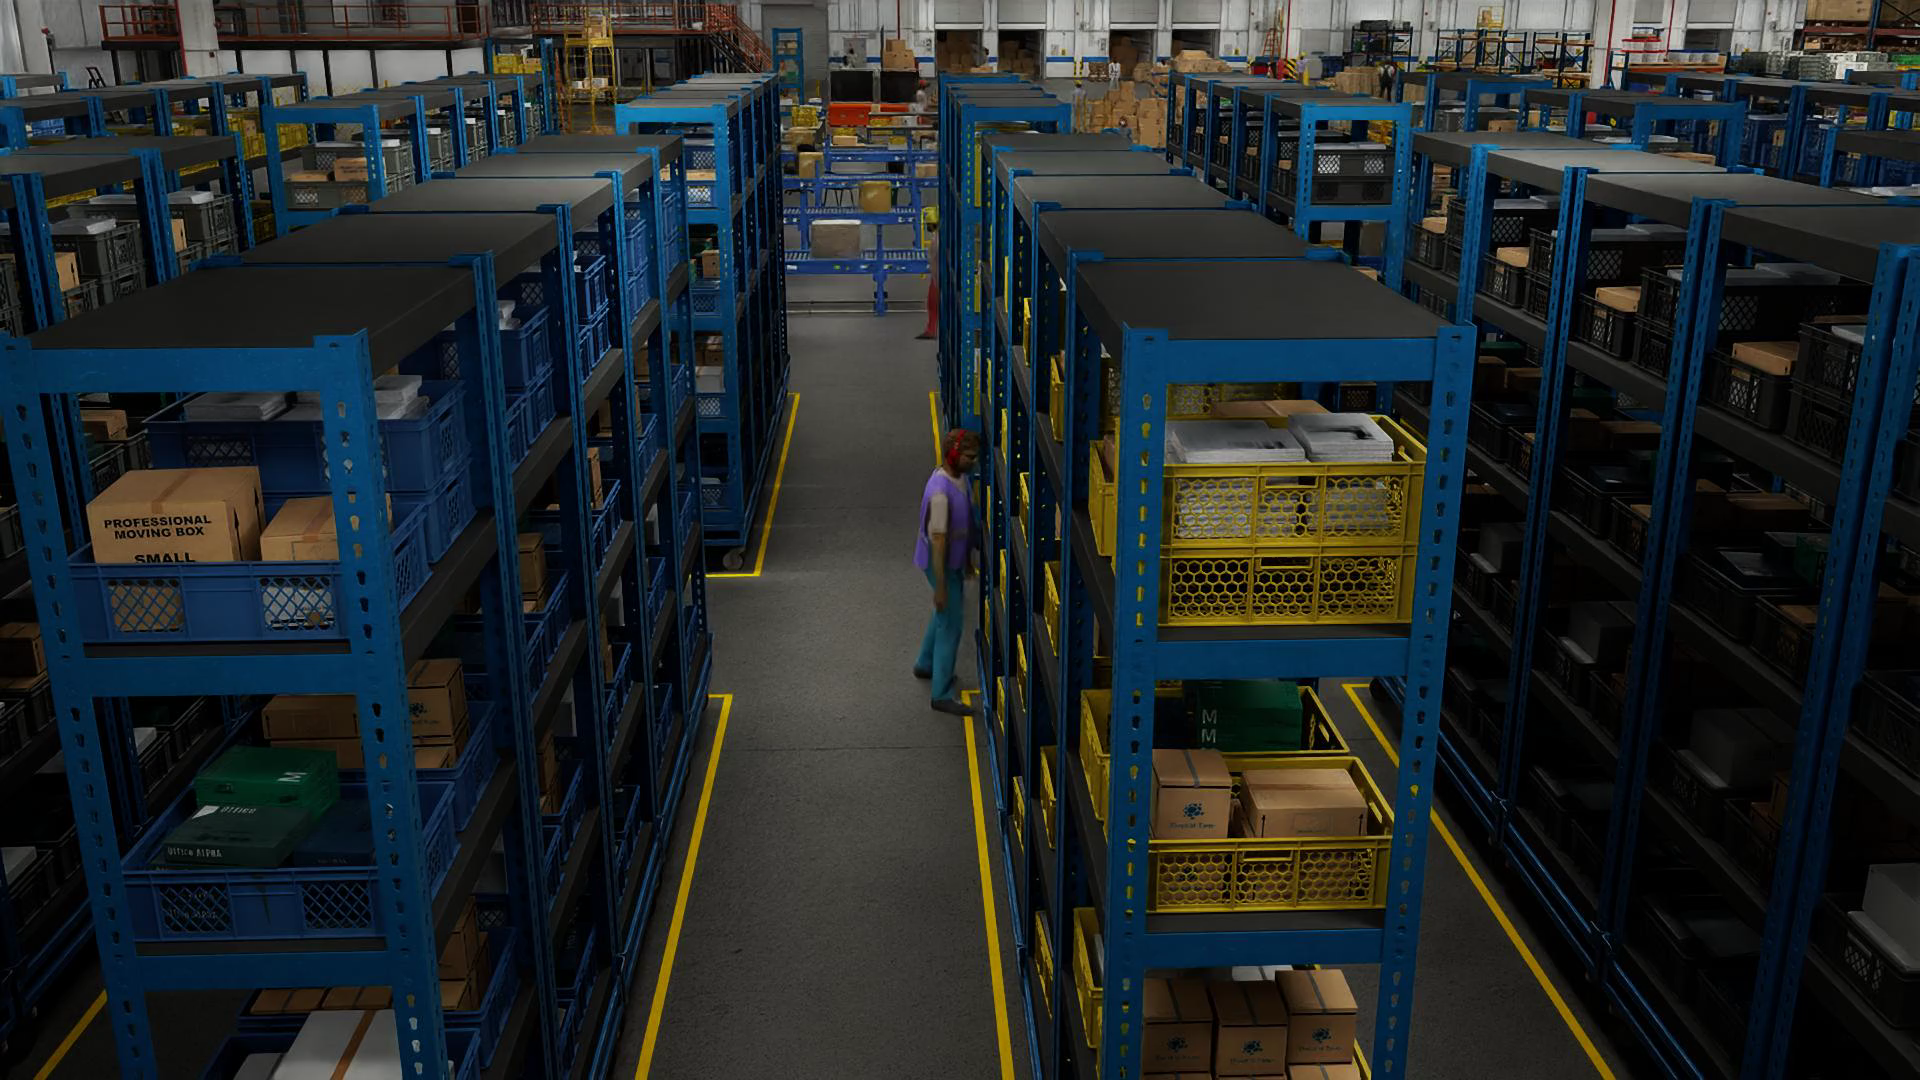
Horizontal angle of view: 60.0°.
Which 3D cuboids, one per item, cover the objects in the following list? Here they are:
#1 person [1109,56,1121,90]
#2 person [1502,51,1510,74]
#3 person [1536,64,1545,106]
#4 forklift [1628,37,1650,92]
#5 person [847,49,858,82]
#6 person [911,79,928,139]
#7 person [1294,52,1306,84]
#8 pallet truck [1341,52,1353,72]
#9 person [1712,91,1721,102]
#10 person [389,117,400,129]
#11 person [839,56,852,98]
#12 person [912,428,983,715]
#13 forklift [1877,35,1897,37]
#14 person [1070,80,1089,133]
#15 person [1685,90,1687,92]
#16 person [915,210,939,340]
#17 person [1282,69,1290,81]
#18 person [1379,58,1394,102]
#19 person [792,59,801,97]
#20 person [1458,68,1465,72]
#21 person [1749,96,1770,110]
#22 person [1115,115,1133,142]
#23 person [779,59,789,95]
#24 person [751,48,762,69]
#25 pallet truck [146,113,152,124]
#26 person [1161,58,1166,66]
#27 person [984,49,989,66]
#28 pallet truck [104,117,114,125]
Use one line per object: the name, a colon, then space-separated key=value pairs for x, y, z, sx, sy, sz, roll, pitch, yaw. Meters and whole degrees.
person: x=7.313 y=-21.907 z=78.672 sx=0.574 sy=1.877 sz=0.354 roll=-5 pitch=19 yaw=-15
person: x=28.314 y=-24.470 z=86.521 sx=0.420 sy=1.926 sz=0.627 roll=-5 pitch=18 yaw=-14
person: x=24.114 y=-18.862 z=69.273 sx=0.531 sy=1.858 sz=0.324 roll=-10 pitch=20 yaw=-27
forklift: x=30.674 y=-21.491 z=75.767 sx=1.129 sy=2.768 sz=1.873 roll=-1 pitch=18 yaw=-2
person: x=-5.979 y=-26.573 z=93.184 sx=0.726 sy=1.818 sz=0.661 roll=3 pitch=18 yaw=8
person: x=-1.299 y=-13.786 z=53.379 sx=0.741 sy=1.974 sz=0.621 roll=5 pitch=19 yaw=15
person: x=17.152 y=-23.585 z=83.810 sx=0.586 sy=1.905 sz=0.423 roll=-2 pitch=18 yaw=-6
pallet truck: x=18.794 y=-23.123 z=82.231 sx=0.823 sy=1.965 sz=1.885 roll=-13 pitch=22 yaw=-35
person: x=25.848 y=-14.878 z=56.912 sx=0.639 sy=1.891 sz=0.986 roll=14 pitch=23 yaw=37
person: x=-18.049 y=-13.536 z=52.972 sx=0.492 sy=1.742 sz=0.318 roll=7 pitch=19 yaw=20
person: x=-5.324 y=-21.663 z=77.876 sx=0.636 sy=1.890 sz=0.779 roll=-5 pitch=18 yaw=-14
person: x=-0.109 y=0.168 z=10.440 sx=0.525 sy=1.823 sz=0.757 roll=3 pitch=18 yaw=9
forklift: x=44.184 y=-22.804 z=79.830 sx=1.129 sy=2.768 sz=1.873 roll=-1 pitch=18 yaw=-2
person: x=4.070 y=-14.720 z=56.537 sx=0.611 sy=1.799 sz=0.574 roll=5 pitch=18 yaw=14
person: x=21.818 y=-12.792 z=50.233 sx=0.603 sy=2.008 sz=0.836 roll=-1 pitch=18 yaw=-4
person: x=-0.205 y=-3.452 z=21.786 sx=0.749 sy=1.736 sz=0.524 roll=2 pitch=18 yaw=6
person: x=12.134 y=-16.607 z=62.163 sx=0.375 sy=1.935 sz=0.551 roll=4 pitch=18 yaw=11
person: x=18.781 y=-20.240 z=73.240 sx=0.688 sy=2.000 sz=1.002 roll=10 pitch=21 yaw=29
person: x=-7.490 y=-21.291 z=76.717 sx=0.391 sy=1.906 sz=0.603 roll=1 pitch=18 yaw=4
person: x=18.875 y=-16.854 z=62.900 sx=0.426 sy=1.950 sz=0.634 roll=0 pitch=18 yaw=-1
person: x=22.361 y=-11.558 z=46.619 sx=0.662 sy=1.881 sz=0.642 roll=1 pitch=18 yaw=4
person: x=4.070 y=-9.789 z=41.559 sx=0.521 sy=1.618 sz=0.385 roll=9 pitch=20 yaw=25
person: x=-8.506 y=-22.162 z=79.580 sx=0.500 sy=1.809 sz=0.938 roll=-10 pitch=20 yaw=-27
person: x=-11.213 y=-26.160 z=91.778 sx=0.615 sy=1.911 sz=0.379 roll=-6 pitch=19 yaw=-19
pallet truck: x=-18.087 y=-8.309 z=36.390 sx=1.885 sy=1.965 sz=0.823 roll=-1 pitch=18 yaw=-4
person: x=9.314 y=-21.091 z=76.125 sx=0.582 sy=1.882 sz=0.338 roll=12 pitch=21 yaw=32
person: x=1.452 y=-26.311 z=92.326 sx=0.567 sy=1.855 sz=0.548 roll=8 pitch=19 yaw=22
pallet truck: x=-18.367 y=-7.885 z=35.078 sx=1.885 sy=1.965 sz=0.823 roll=1 pitch=18 yaw=2
